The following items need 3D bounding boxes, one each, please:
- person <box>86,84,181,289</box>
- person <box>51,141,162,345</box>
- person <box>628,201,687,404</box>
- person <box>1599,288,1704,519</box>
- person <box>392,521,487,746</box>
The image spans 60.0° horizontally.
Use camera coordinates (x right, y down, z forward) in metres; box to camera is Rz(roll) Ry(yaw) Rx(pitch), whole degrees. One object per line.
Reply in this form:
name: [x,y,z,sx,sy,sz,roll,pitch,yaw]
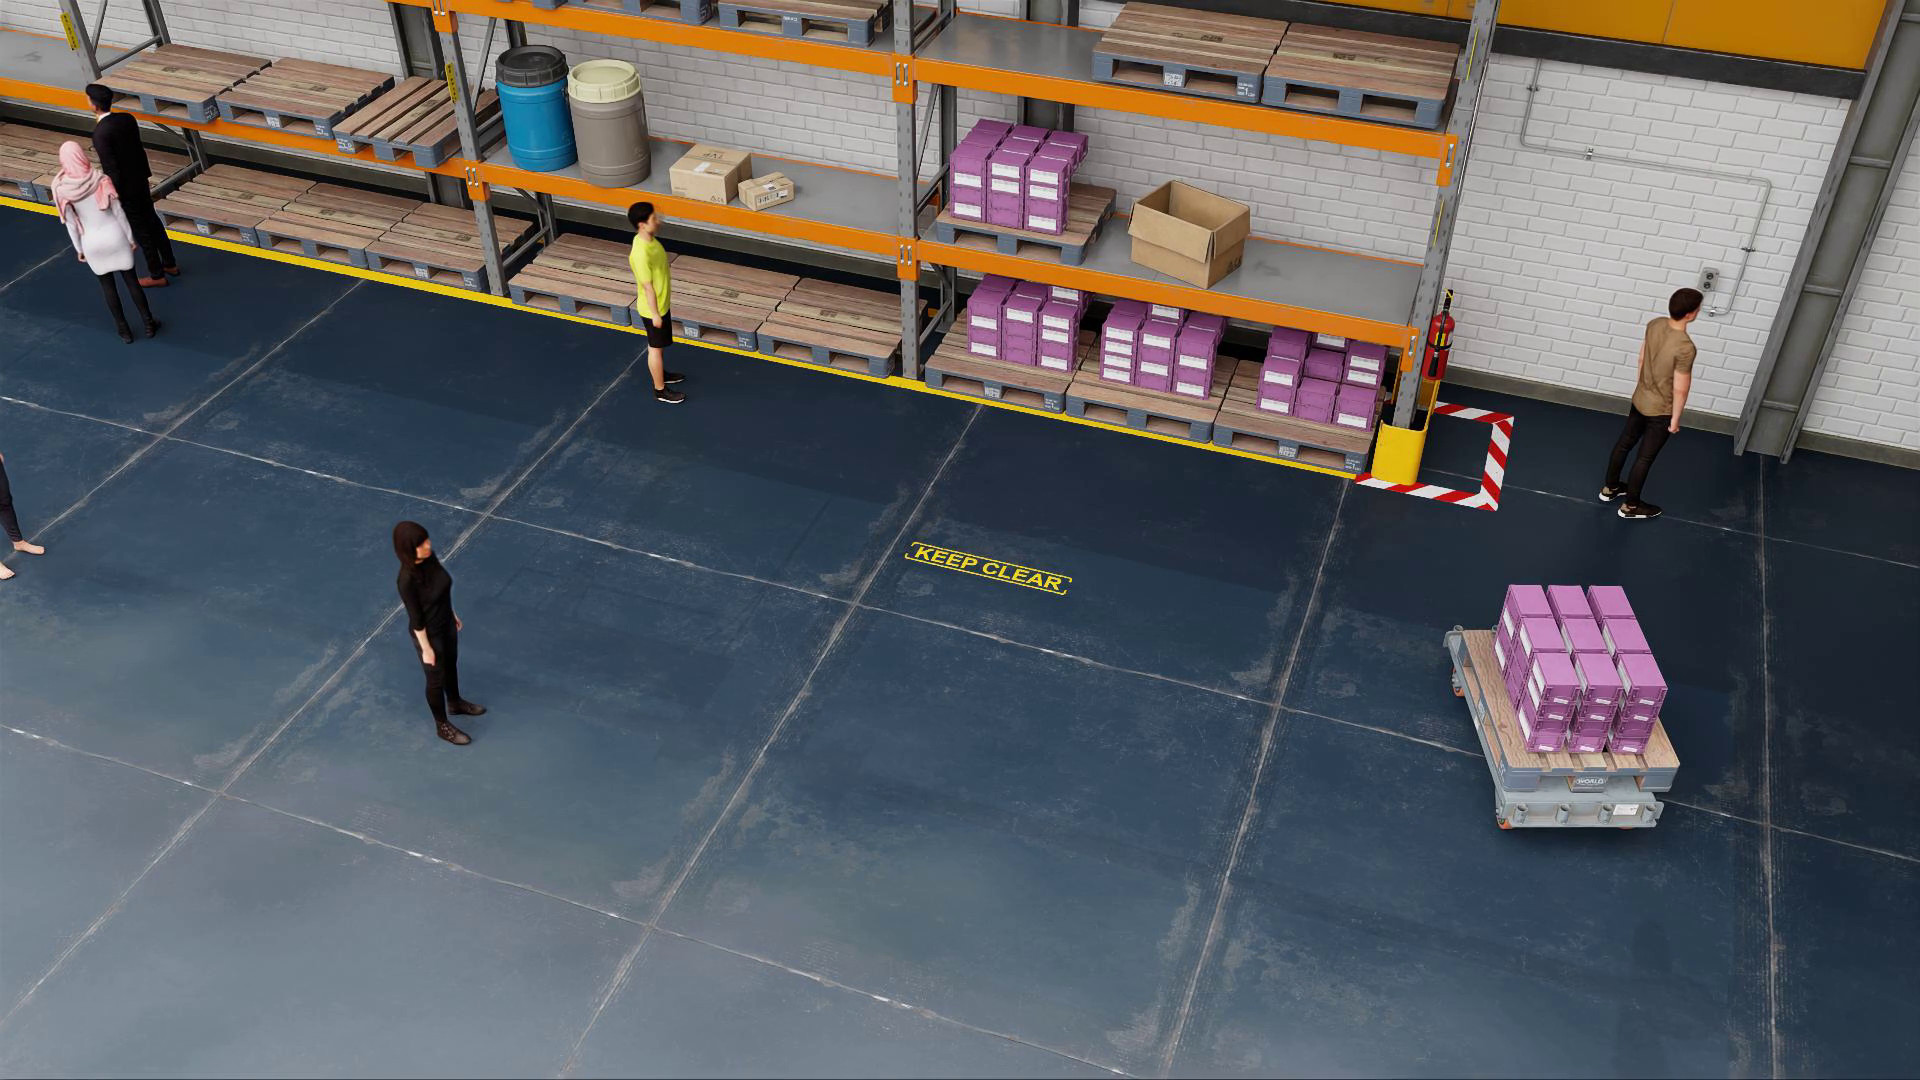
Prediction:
person: [-7.313,-3.126,14.655,0.627,1.883,0.746,5,39,6]
person: [-7.167,-2.492,13.926,0.732,1.803,0.790,-17,42,-20]
person: [-2.449,-1.906,13.269,0.693,1.708,0.699,-5,39,-6]
person: [5.016,-1.001,12.020,0.771,1.852,0.747,-10,40,-12]
person: [-3.255,0.545,10.252,0.549,1.642,0.603,6,39,7]
